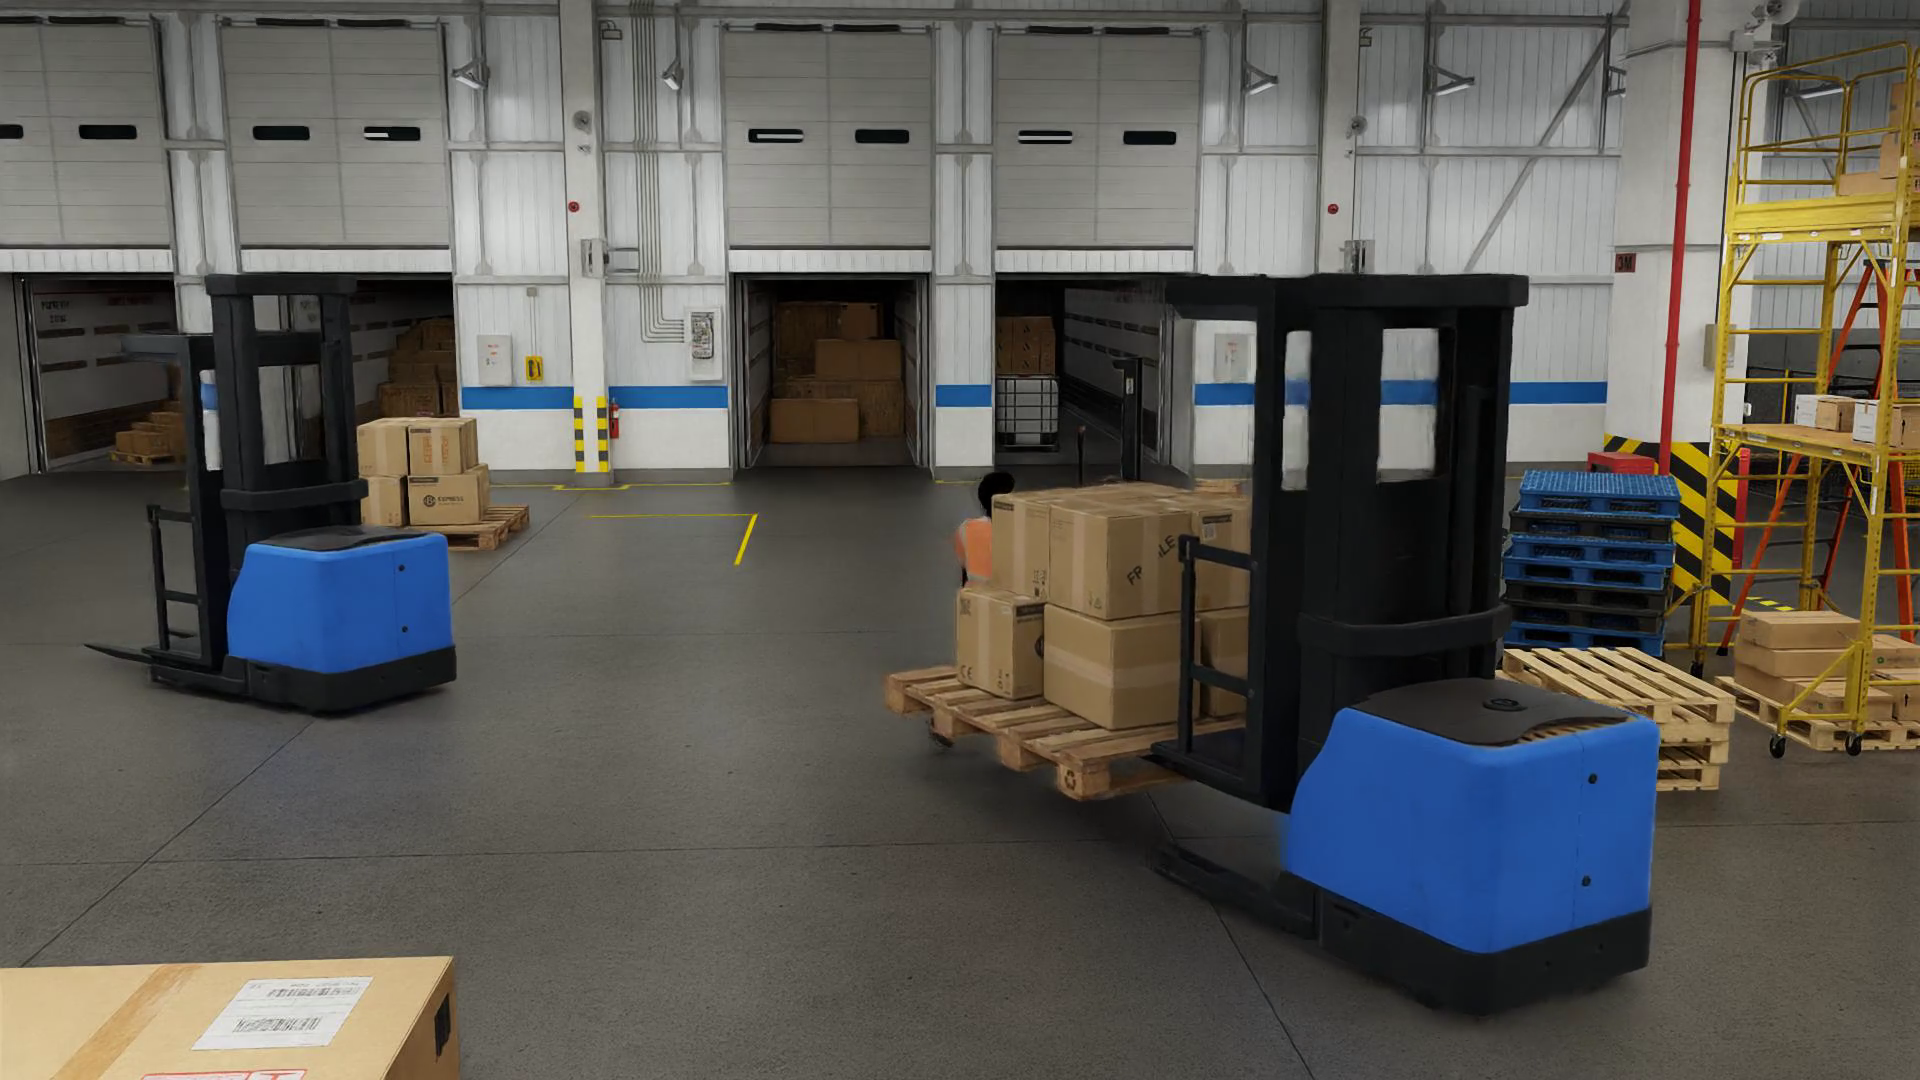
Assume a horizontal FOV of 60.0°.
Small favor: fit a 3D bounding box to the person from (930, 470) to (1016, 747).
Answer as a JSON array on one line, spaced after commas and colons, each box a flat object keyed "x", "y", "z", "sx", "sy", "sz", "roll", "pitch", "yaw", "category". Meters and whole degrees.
[{"x": 0.153, "y": 0.420, "z": 9.885, "sx": 0.536, "sy": 1.670, "sz": 0.719, "roll": 8, "pitch": 12, "yaw": 42, "category": "person"}]

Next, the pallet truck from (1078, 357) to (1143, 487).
[{"x": 2.088, "y": -0.836, "z": 16.757, "sx": 1.885, "sy": 1.965, "sz": 0.823, "roll": 2, "pitch": 9, "yaw": 13, "category": "pallet truck"}]

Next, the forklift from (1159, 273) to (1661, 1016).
[{"x": 1.879, "y": 0.282, "z": 6.979, "sx": 1.129, "sy": 2.768, "sz": 1.873, "roll": -5, "pitch": 10, "yaw": -30, "category": "forklift"}]

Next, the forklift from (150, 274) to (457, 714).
[{"x": -4.457, "y": -0.386, "z": 11.173, "sx": 1.873, "sy": 2.768, "sz": 1.129, "roll": 5, "pitch": 11, "yaw": 31, "category": "forklift"}]
